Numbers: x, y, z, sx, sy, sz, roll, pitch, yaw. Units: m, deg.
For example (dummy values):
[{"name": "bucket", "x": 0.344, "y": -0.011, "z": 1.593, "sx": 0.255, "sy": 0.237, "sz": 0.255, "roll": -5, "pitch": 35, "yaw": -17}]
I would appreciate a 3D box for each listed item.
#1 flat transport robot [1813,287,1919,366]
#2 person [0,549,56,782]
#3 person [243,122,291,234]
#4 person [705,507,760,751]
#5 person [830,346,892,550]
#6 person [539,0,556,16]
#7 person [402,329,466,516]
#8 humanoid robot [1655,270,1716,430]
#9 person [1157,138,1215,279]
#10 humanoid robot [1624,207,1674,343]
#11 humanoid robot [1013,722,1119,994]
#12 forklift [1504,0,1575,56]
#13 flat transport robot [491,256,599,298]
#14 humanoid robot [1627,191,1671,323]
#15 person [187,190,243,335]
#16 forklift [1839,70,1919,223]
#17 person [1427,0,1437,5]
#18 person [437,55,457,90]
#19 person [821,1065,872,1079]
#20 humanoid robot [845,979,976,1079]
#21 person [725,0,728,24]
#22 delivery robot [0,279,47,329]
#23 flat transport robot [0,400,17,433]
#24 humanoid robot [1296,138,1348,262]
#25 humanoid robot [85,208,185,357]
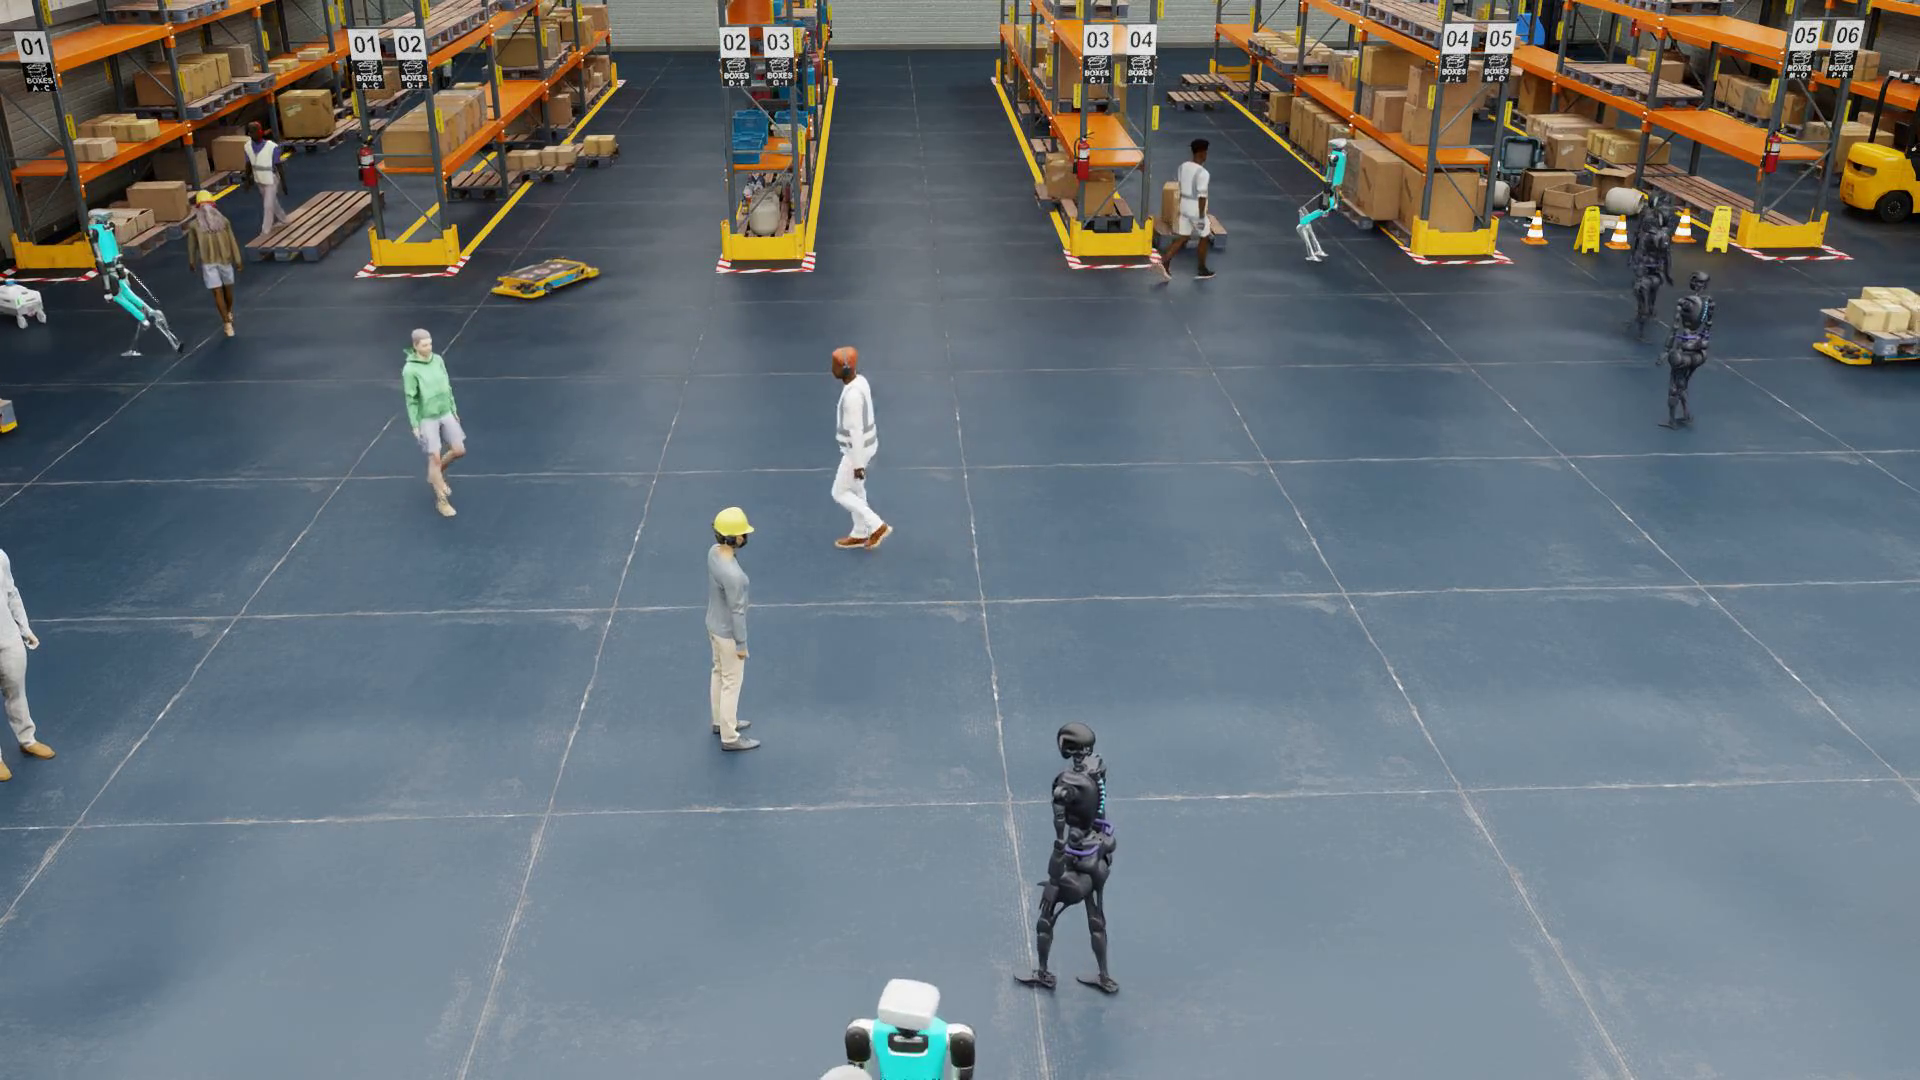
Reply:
[{"name": "flat transport robot", "x": 10.900, "y": -2.276, "z": 19.587, "sx": 1.431, "sy": 0.231, "sz": 0.659, "roll": -4, "pitch": 24, "yaw": -9}, {"name": "person", "x": -6.406, "y": 0.666, "z": 10.986, "sx": 0.385, "sy": 1.890, "sz": 0.561, "roll": 13, "pitch": 27, "yaw": 27}, {"name": "person", "x": -10.147, "y": -5.216, "z": 24.311, "sx": 0.586, "sy": 1.794, "sz": 0.963, "roll": 10, "pitch": 26, "yaw": 21}, {"name": "person", "x": -1.540, "y": 0.597, "z": 11.302, "sx": 0.351, "sy": 1.755, "sz": 0.517, "roll": -10, "pitch": 26, "yaw": -22}, {"name": "person", "x": -0.895, "y": -0.762, "z": 14.219, "sx": 0.456, "sy": 1.866, "sz": 0.598, "roll": 2, "pitch": 24, "yaw": 4}, {"name": "person", "x": -10.194, "y": -12.696, "z": 41.090, "sx": 0.579, "sy": 1.830, "sz": 0.547, "roll": 16, "pitch": 28, "yaw": 32}, {"name": "person", "x": -4.779, "y": -1.084, "z": 15.101, "sx": 0.426, "sy": 1.727, "sz": 0.509, "roll": 17, "pitch": 29, "yaw": 33}, {"name": "humanoid robot", "x": 7.486, "y": -1.968, "z": 17.160, "sx": 0.598, "sy": 1.652, "sz": 0.323, "roll": -11, "pitch": 26, "yaw": -23}, {"name": "person", "x": 3.101, "y": -4.446, "z": 22.411, "sx": 0.839, "sy": 1.934, "sz": 0.610, "roll": -14, "pitch": 27, "yaw": -28}, {"name": "humanoid robot", "x": 8.259, "y": -3.209, "z": 19.993, "sx": 0.601, "sy": 1.649, "sz": 0.496, "roll": -8, "pitch": 25, "yaw": -18}, {"name": "humanoid robot", "x": 0.611, "y": 1.699, "z": 8.936, "sx": 0.557, "sy": 1.638, "sz": 0.609, "roll": 14, "pitch": 27, "yaw": 28}, {"name": "forklift", "x": 14.700, "y": -13.805, "z": 42.301, "sx": 1.873, "sy": 2.768, "sz": 1.129, "roll": -1, "pitch": 24, "yaw": -2}, {"name": "flat transport robot", "x": -5.584, "y": -3.534, "z": 22.413, "sx": 0.659, "sy": 0.231, "sz": 1.431, "roll": 12, "pitch": 27, "yaw": 25}, {"name": "humanoid robot", "x": 8.567, "y": -3.524, "z": 20.661, "sx": 0.341, "sy": 1.642, "sz": 0.587, "roll": -11, "pitch": 26, "yaw": -24}, {"name": "person", "x": -9.143, "y": -3.430, "z": 20.388, "sx": 0.551, "sy": 1.714, "sz": 0.889, "roll": -15, "pitch": 28, "yaw": -30}, {"name": "forklift", "x": 15.132, "y": -6.143, "z": 25.915, "sx": 2.313, "sy": 2.155, "sz": 1.214, "roll": -1, "pitch": 24, "yaw": -2}, {"name": "person", "x": 11.741, "y": -13.019, "z": 41.847, "sx": 0.399, "sy": 1.797, "sz": 0.595, "roll": -19, "pitch": 30, "yaw": -37}, {"name": "person", "x": -11.140, "y": -10.278, "z": 35.852, "sx": 0.544, "sy": 1.654, "sz": 0.855, "roll": -3, "pitch": 24, "yaw": -8}, {"name": "person", "x": -0.547, "y": 2.781, "z": 6.270, "sx": 0.555, "sy": 1.857, "sz": 0.543, "roll": -3, "pitch": 24, "yaw": -7}, {"name": "humanoid robot", "x": -0.221, "y": 2.667, "z": 6.685, "sx": 0.539, "sy": 1.740, "sz": 0.994, "roll": 3, "pitch": 24, "yaw": 6}, {"name": "person", "x": -5.619, "y": -12.519, "z": 40.777, "sx": 0.506, "sy": 1.746, "sz": 0.557, "roll": -8, "pitch": 25, "yaw": -17}, {"name": "delivery robot", "x": -11.831, "y": -2.973, "z": 20.786, "sx": 0.764, "sy": 0.582, "sz": 0.499, "roll": 13, "pitch": 27, "yaw": 26}, {"name": "flat transport robot", "x": -10.313, "y": -1.009, "z": 16.741, "sx": 0.659, "sy": 0.231, "sz": 1.431, "roll": 6, "pitch": 25, "yaw": 13}, {"name": "humanoid robot", "x": 5.013, "y": -4.787, "z": 23.310, "sx": 0.716, "sy": 1.712, "sz": 0.530, "roll": 13, "pitch": 27, "yaw": 27}, {"name": "humanoid robot", "x": -9.562, "y": -2.941, "z": 19.366, "sx": 0.851, "sy": 1.854, "sz": 0.551, "roll": -1, "pitch": 24, "yaw": -2}]
